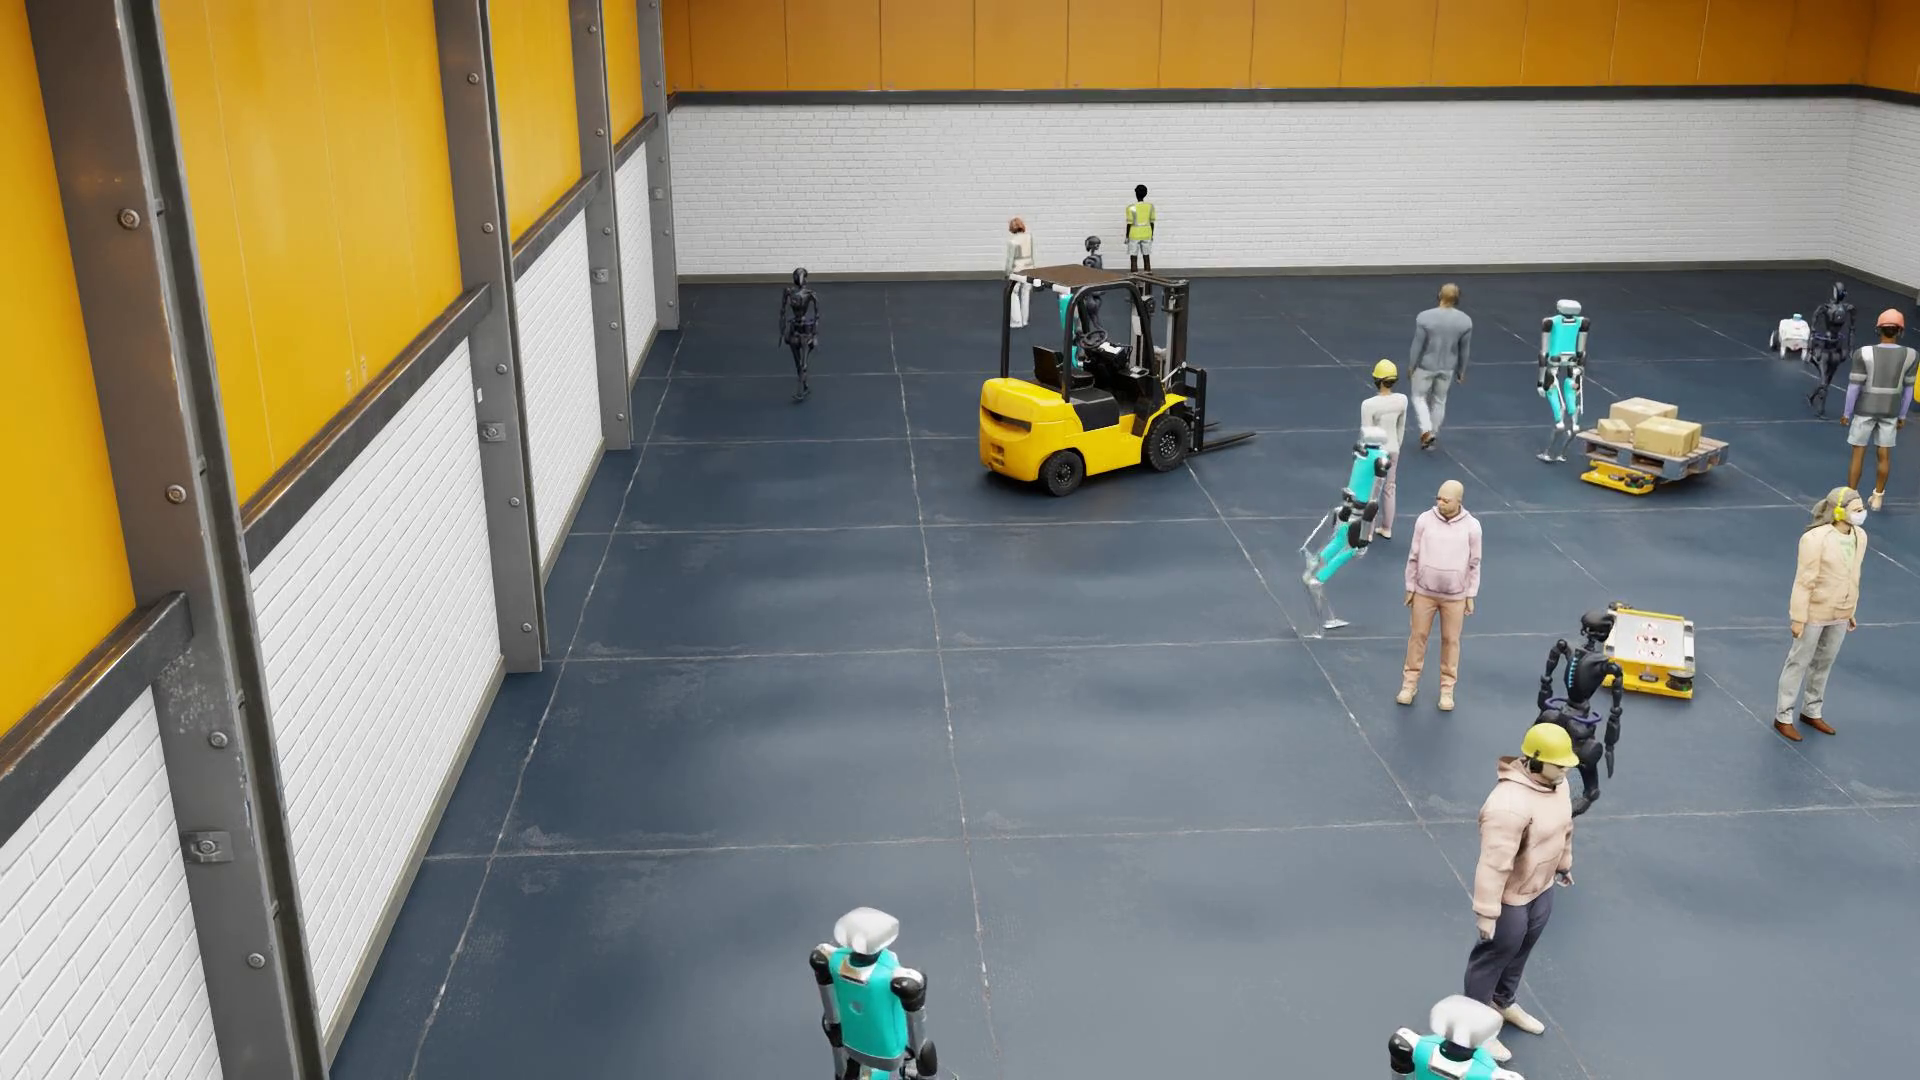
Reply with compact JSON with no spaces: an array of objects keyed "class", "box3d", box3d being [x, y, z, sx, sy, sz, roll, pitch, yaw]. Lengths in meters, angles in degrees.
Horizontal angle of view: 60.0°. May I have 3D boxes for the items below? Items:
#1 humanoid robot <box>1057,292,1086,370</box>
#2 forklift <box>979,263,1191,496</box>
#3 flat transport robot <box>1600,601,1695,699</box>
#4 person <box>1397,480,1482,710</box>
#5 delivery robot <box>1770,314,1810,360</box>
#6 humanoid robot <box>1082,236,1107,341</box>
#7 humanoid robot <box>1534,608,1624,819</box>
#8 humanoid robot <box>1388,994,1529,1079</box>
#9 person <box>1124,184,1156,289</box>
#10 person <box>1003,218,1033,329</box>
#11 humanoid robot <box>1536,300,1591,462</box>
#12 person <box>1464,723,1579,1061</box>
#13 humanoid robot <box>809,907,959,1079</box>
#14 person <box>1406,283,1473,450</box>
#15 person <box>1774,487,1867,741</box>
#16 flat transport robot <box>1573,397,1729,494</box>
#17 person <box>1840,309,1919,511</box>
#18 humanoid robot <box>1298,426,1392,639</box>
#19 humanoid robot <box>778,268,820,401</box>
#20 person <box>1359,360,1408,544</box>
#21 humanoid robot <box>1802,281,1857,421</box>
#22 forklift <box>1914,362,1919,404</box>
[{"class":"humanoid robot","box3d":[1.624,-2.232,19.642,1.000,1.768,0.531,-6,21,-15]},{"class":"forklift","box3d":[1.315,-1.764,17.646,2.313,2.155,1.214,-14,24,-33]},{"class":"flat transport robot","box3d":[5.487,0.866,13.266,0.659,0.231,1.431,8,22,20]},{"class":"person","box3d":[3.578,0.391,12.365,0.526,1.780,0.405,8,22,21]},{"class":"delivery robot","box3d":[11.459,-2.802,22.855,0.499,0.599,0.787,8,21,20]},{"class":"humanoid robot","box3d":[1.782,-3.323,22.707,0.787,1.631,0.601,7,21,18]},{"class":"humanoid robot","box3d":[3.776,1.192,10.339,0.412,1.648,0.608,-14,24,-33]},{"class":"humanoid robot","box3d":[2.035,2.569,6.668,0.539,1.900,0.754,16,25,37]},{"class":"person","box3d":[2.899,-4.887,26.866,0.539,1.695,0.317,-7,21,-19]},{"class":"person","box3d":[0.873,-3.894,24.292,0.608,1.612,0.341,-19,27,-41]},{"class":"humanoid robot","box3d":[6.581,-1.669,18.036,0.531,1.793,0.677,-2,20,-5]},{"class":"person","box3d":[2.859,1.764,8.524,0.795,1.858,0.442,-17,26,-39]},{"class":"humanoid robot","box3d":[-0.228,2.295,7.272,0.545,1.791,0.811,11,23,27]},{"class":"person","box3d":[5.276,-1.890,18.381,0.659,1.926,0.569,1,20,2]},{"class":"person","box3d":[6.165,0.510,11.909,0.564,1.876,0.405,-7,21,-17]},{"class":"flat transport robot","box3d":[7.329,-0.770,17.724,1.431,0.231,0.659,-15,25,-35]},{"class":"person","box3d":[9.120,-1.288,16.582,0.606,2.033,0.400,4,21,12]},{"class":"humanoid robot","box3d":[3.072,-0.034,13.679,0.800,1.817,0.534,-4,20,-10]},{"class":"humanoid robot","box3d":[-2.013,-2.539,20.534,0.585,1.630,0.720,9,22,23]},{"class":"person","box3d":[3.962,-0.836,15.731,0.524,1.768,0.306,-10,22,-25]},{"class":"humanoid robot","box3d":[10.415,-2.295,19.940,0.607,1.643,0.803,-1,20,-2]},{"class":"forklift","box3d":[12.602,-2.435,19.475,2.313,2.155,1.214,-1,20,-4]}]
